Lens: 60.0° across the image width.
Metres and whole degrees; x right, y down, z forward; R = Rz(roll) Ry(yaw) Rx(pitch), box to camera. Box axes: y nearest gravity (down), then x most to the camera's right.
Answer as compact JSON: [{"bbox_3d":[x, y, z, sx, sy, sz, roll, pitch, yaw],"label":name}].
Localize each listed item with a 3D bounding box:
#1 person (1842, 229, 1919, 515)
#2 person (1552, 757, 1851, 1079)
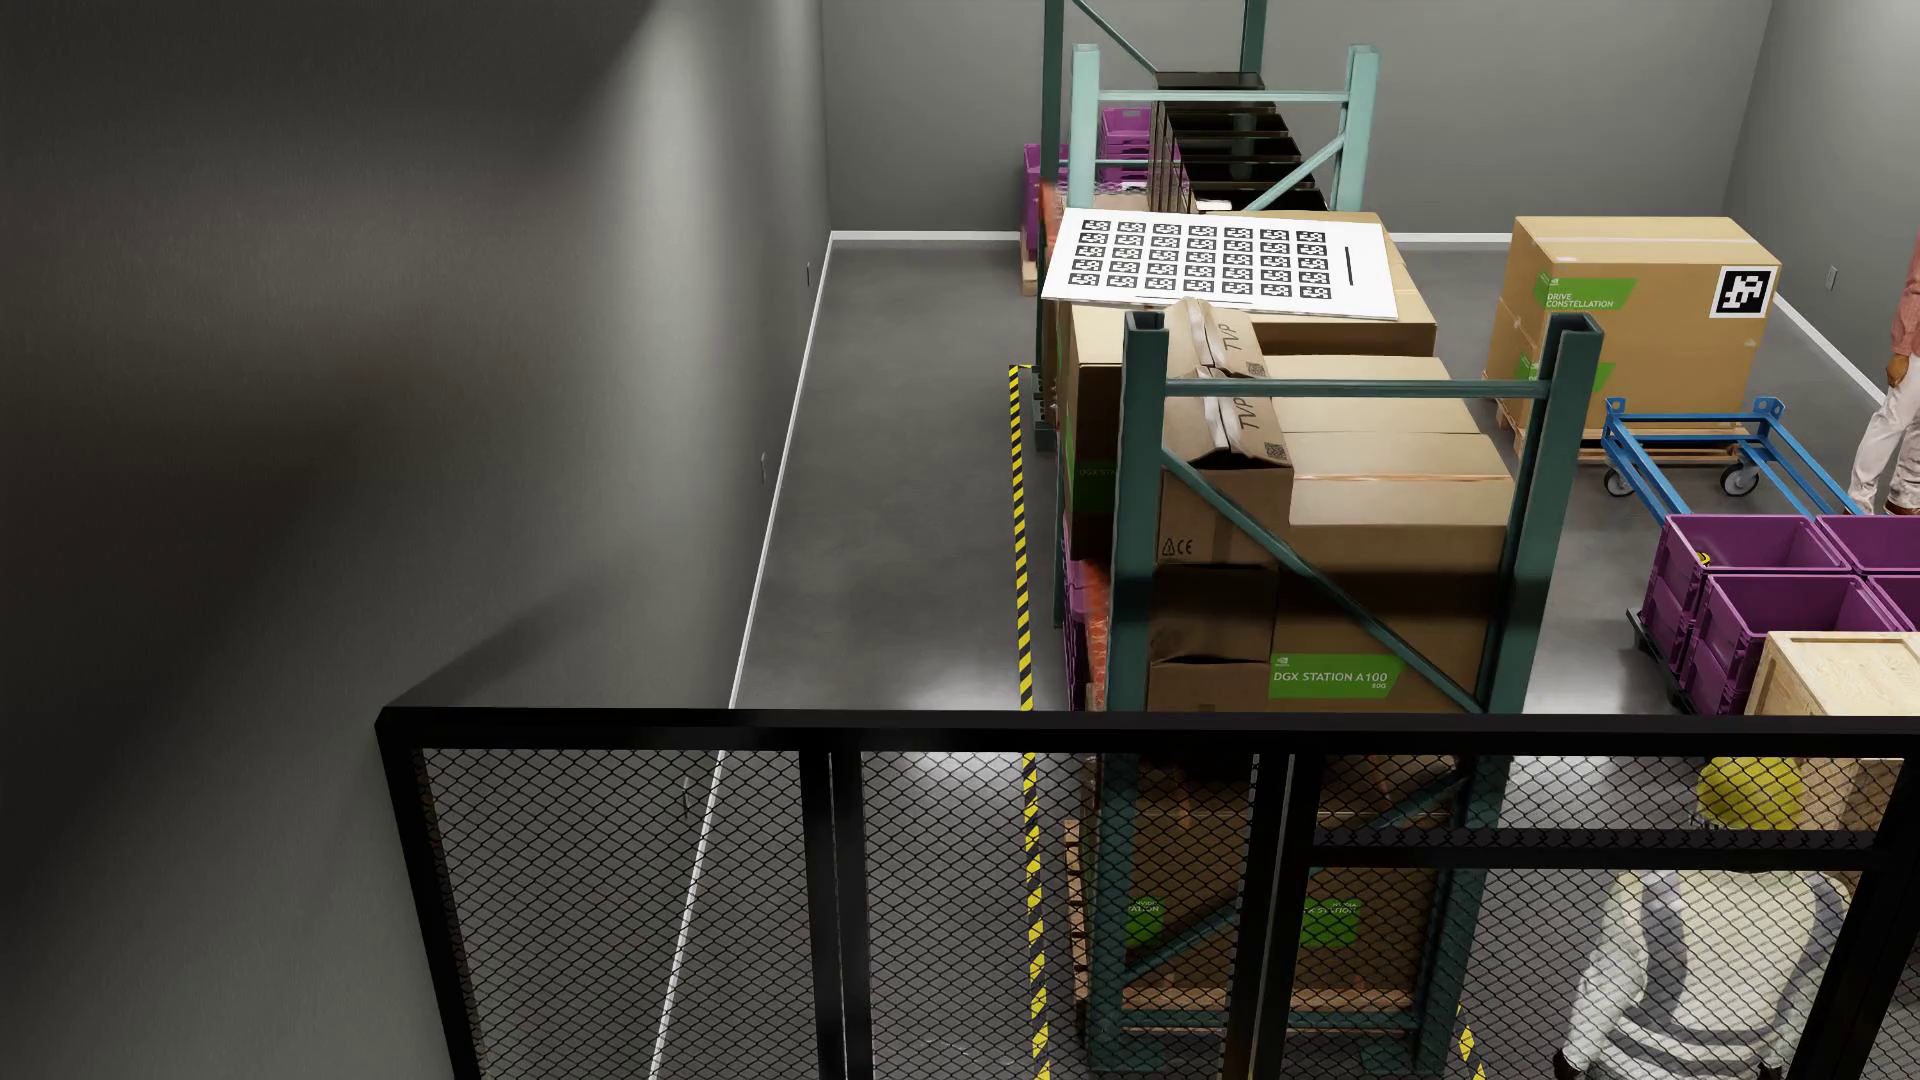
[{"bbox_3d":[4.550,-0.901,7.656,0.611,1.996,0.378,-8,32,-13],"label":"person"},{"bbox_3d":[1.818,1.260,4.223,0.600,1.831,0.404,0,31,0],"label":"person"}]
